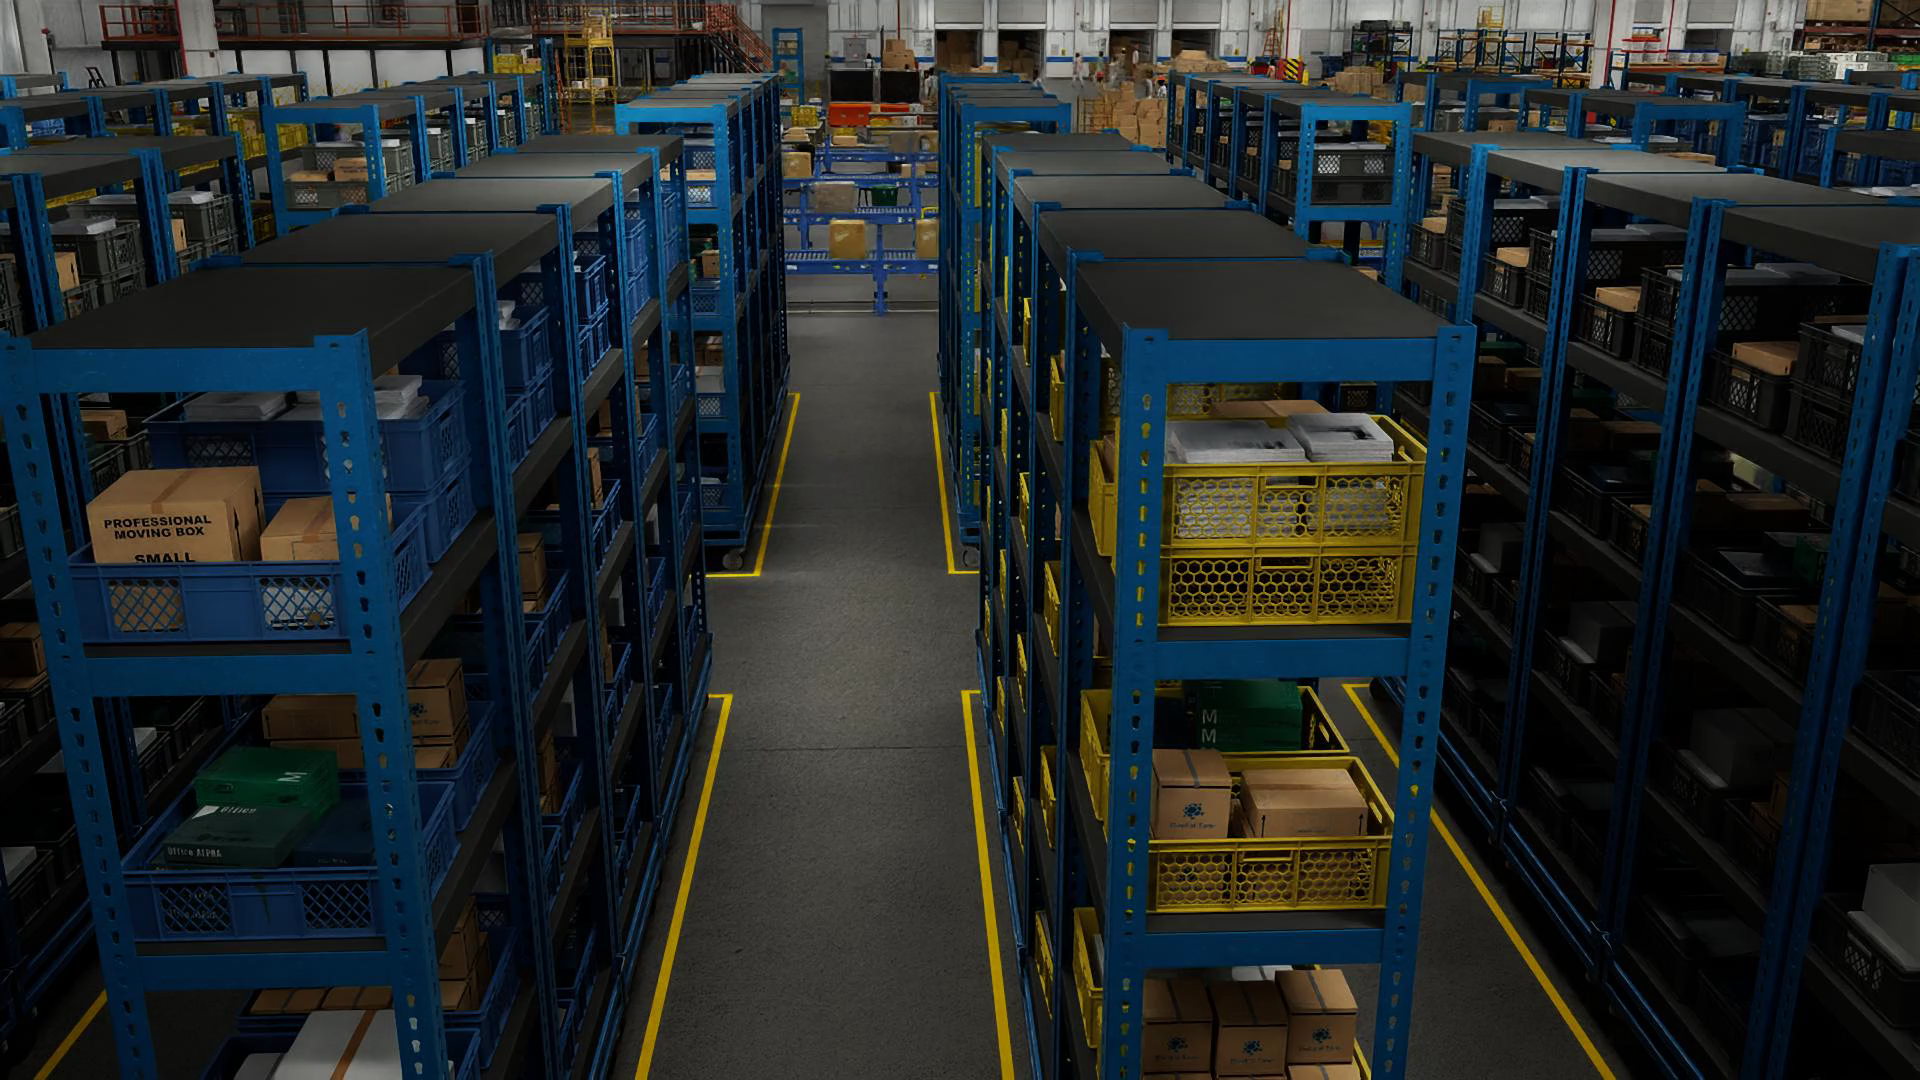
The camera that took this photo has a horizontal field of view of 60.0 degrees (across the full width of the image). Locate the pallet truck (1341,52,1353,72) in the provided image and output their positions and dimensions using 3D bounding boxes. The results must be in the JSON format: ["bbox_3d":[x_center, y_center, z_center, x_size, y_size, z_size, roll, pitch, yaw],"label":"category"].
[{"bbox_3d":[18.794,-23.123,82.231,0.823,1.965,1.885,-13,22,-35],"label":"pallet truck"}]

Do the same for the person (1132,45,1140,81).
[{"bbox_3d":[10.053,-27.241,94.979,0.382,1.994,0.622,-7,19,-19],"label":"person"}]

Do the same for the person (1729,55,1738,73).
[{"bbox_3d":[36.767,-22.057,79.068,0.661,1.913,0.661,-6,19,-19],"label":"person"}]

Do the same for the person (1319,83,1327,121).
[{"bbox_3d":[12.350,-14.669,56.581,0.543,1.688,0.336,6,19,17],"label":"person"}]

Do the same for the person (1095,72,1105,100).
[{"bbox_3d":[5.003,-15.928,60.087,0.559,1.919,0.583,-4,18,-13],"label":"person"}]

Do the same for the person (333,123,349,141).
[{"bbox_3d":[-13.163,-7.949,35.228,0.487,2.026,0.621,13,22,36],"label":"person"}]

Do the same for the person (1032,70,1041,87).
[{"bbox_3d":[2.939,-16.814,62.907,0.973,1.882,0.602,-6,19,-17],"label":"person"}]

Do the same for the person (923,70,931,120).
[{"bbox_3d":[-1.245,-16.862,63.069,0.311,1.865,0.532,-3,18,-9],"label":"person"}]

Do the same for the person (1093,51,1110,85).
[{"bbox_3d":[7.631,-25.475,89.854,0.984,1.789,0.638,2,18,6],"label":"person"}]

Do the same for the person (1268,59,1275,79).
[{"bbox_3d":[15.047,-22.377,80.418,0.320,1.690,0.535,12,22,34],"label":"person"}]

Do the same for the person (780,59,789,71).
[{"bbox_3d":[-9.306,-25.080,88.386,0.620,1.934,0.633,16,24,40],"label":"person"}]

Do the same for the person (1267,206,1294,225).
[{"bbox_3d":[4.052,-3.563,21.780,0.605,1.949,0.382,6,19,17],"label":"person"}]

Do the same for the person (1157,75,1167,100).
[{"bbox_3d":[6.897,-14.965,57.083,0.379,1.937,0.547,-1,18,-4],"label":"person"}]

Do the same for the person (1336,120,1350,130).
[{"bbox_3d":[12.028,-13.242,52.284,0.499,1.603,0.763,-1,18,-2],"label":"person"}]

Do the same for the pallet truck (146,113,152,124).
[{"bbox_3d":[-18.087,-8.309,36.390,1.885,1.965,0.823,-1,18,-4],"label":"pallet truck"}]

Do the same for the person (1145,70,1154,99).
[{"bbox_3d":[7.157,-16.901,63.204,0.487,1.856,0.559,9,20,26],"label":"person"}]

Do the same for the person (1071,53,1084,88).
[{"bbox_3d":[6.219,-24.696,87.431,0.621,1.803,0.958,-10,20,-28],"label":"person"}]

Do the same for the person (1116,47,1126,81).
[{"bbox_3d":[9.072,-26.665,93.337,0.530,1.909,0.590,-4,18,-12],"label":"person"}]

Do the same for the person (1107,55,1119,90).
[{"bbox_3d":[7.227,-22.012,78.914,0.597,1.916,0.644,-8,19,-23],"label":"person"}]

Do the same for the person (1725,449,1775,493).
[{"bbox_3d":[5.359,-0.143,11.454,0.918,1.785,0.629,-5,18,-14],"label":"person"}]

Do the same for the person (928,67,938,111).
[{"bbox_3d":[-1.119,-17.201,64.015,0.639,1.925,0.875,-15,23,-39],"label":"person"}]

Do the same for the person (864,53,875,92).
[{"bbox_3d":[-4.540,-23.429,83.363,0.594,1.879,0.354,0,18,0],"label":"person"}]

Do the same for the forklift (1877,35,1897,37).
[{"bbox_3d":[44.184,-22.804,79.830,1.129,2.768,1.873,-1,18,-2],"label":"forklift"}]

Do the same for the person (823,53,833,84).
[{"bbox_3d":[-7.234,-25.846,91.136,0.493,1.695,0.905,7,19,21],"label":"person"}]

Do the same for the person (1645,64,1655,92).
[{"bbox_3d":[30.722,-20.405,74.001,0.585,1.882,0.337,-9,20,-25],"label":"person"}]

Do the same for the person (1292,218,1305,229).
[{"bbox_3d":[5.489,-5.007,26.622,0.944,1.717,0.532,-4,18,-12],"label":"person"}]

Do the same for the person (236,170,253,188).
[{"bbox_3d":[-15.259,-7.816,35.097,0.641,1.855,0.989,-13,22,-35],"label":"person"}]

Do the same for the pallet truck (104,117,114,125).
[{"bbox_3d":[-18.367,-7.885,35.078,1.885,1.965,0.823,1,18,2],"label":"pallet truck"}]

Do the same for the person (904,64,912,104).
[{"bbox_3d":[-2.202,-19.140,70.150,0.344,1.847,0.506,9,20,26],"label":"person"}]
